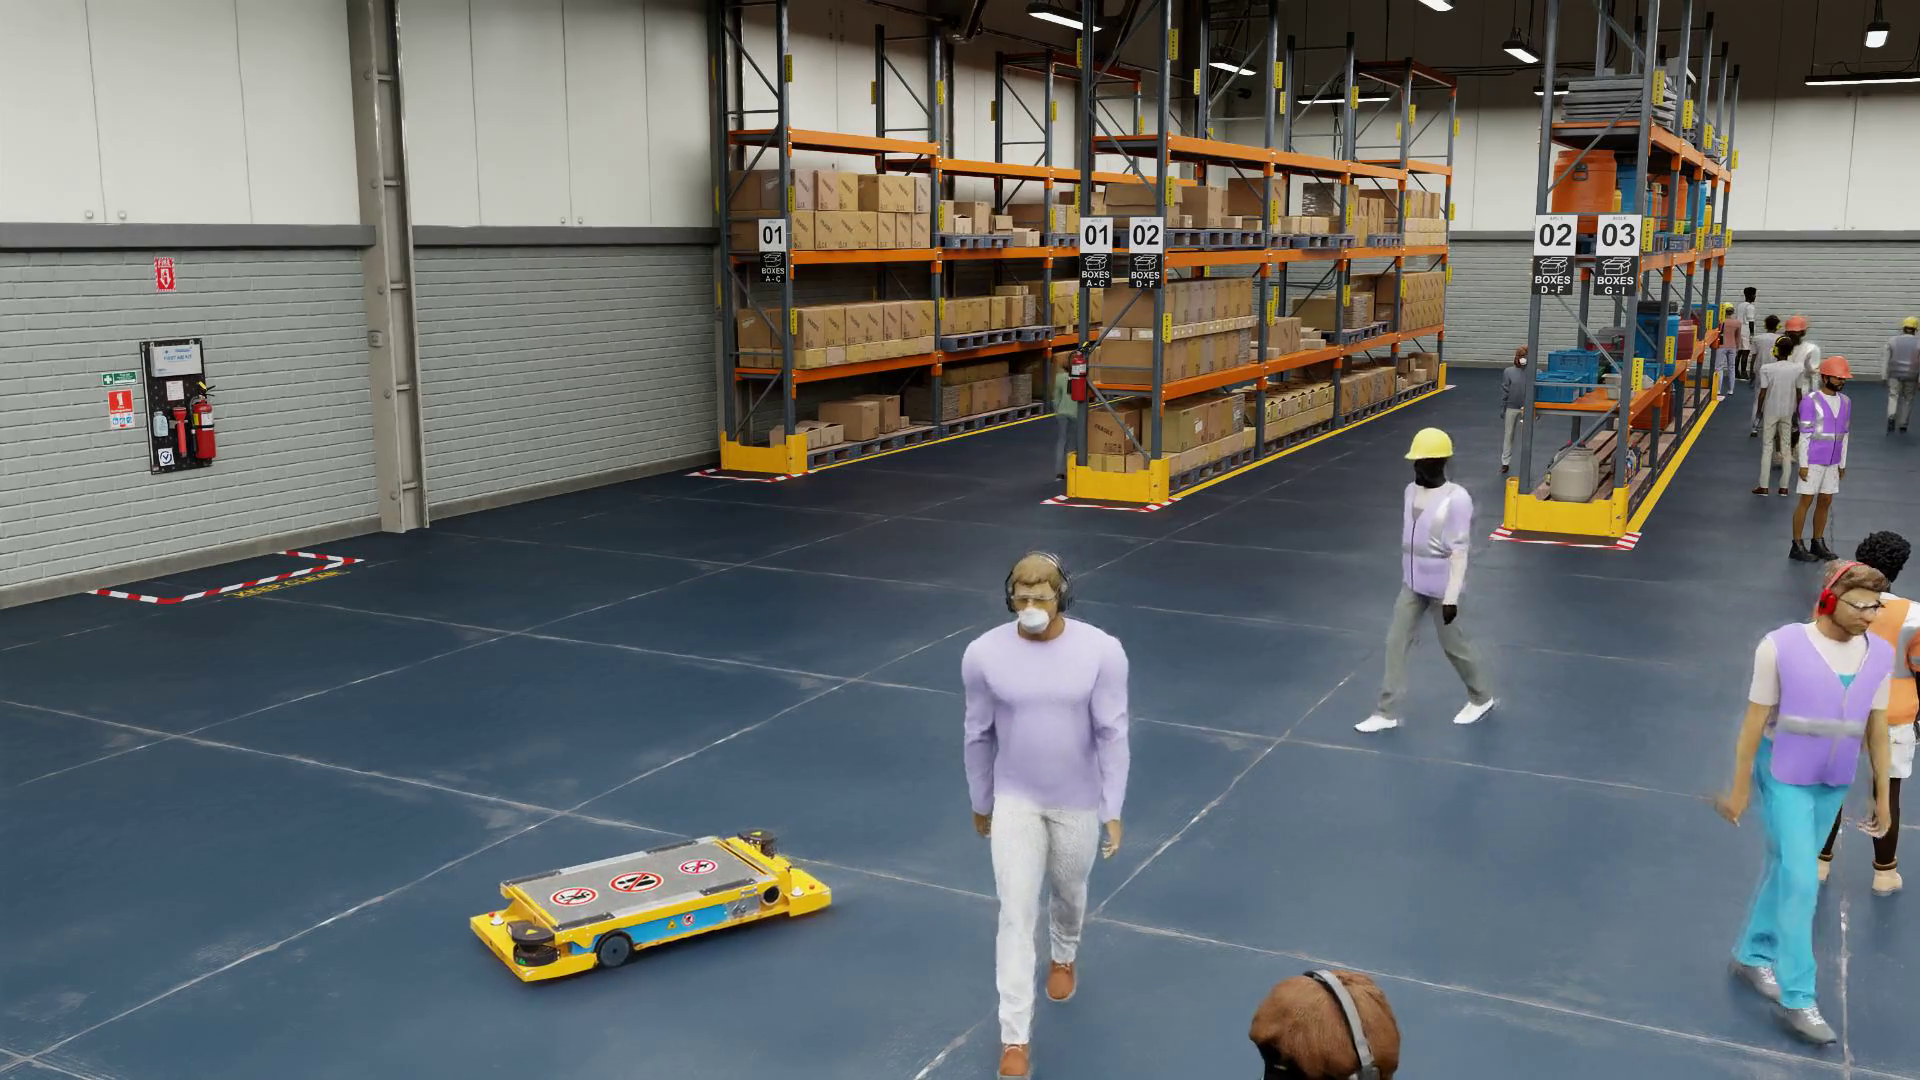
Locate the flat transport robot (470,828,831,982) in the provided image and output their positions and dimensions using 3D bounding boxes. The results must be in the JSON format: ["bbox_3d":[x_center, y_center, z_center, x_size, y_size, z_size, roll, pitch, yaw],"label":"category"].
[{"bbox_3d":[-1.349,1.576,7.325,1.431,0.197,0.652,-7,13,-34],"label":"flat transport robot"}]

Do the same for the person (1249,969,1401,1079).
[{"bbox_3d":[0.619,1.609,2.888,0.428,1.836,0.626,-3,11,-18],"label":"person"}]

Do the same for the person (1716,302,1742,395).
[{"bbox_3d":[14.568,-3.631,31.647,0.523,1.766,0.315,0,10,-1],"label":"person"}]

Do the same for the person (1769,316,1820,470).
[{"bbox_3d":[10.921,-1.938,21.836,0.612,1.994,1.056,6,12,29],"label":"person"}]

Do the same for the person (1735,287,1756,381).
[{"bbox_3d":[16.459,-4.318,34.834,0.367,1.967,0.603,-1,10,-4],"label":"person"}]

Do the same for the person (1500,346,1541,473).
[{"bbox_3d":[7.160,-1.660,21.248,0.498,1.633,0.280,4,11,19],"label":"person"}]

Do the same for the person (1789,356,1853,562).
[{"bbox_3d":[8.047,-0.747,15.488,0.540,1.930,0.386,-3,11,-15],"label":"person"}]

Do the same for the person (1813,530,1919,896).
[{"bbox_3d":[4.188,0.797,7.680,0.535,1.697,0.318,7,12,34],"label":"person"}]

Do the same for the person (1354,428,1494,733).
[{"bbox_3d":[2.929,0.242,10.200,0.964,1.888,0.600,-5,11,-23],"label":"person"}]

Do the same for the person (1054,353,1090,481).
[{"bbox_3d":[1.410,-1.548,20.779,0.513,1.573,0.870,5,12,25],"label":"person"}]

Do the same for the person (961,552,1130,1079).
[{"bbox_3d":[0.319,0.960,6.273,0.630,1.899,0.985,1,10,5],"label":"person"}]

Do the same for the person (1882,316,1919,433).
[{"bbox_3d":[14.461,-2.523,25.464,0.604,1.811,0.616,7,12,32],"label":"person"}]

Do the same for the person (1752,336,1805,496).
[{"bbox_3d":[9.548,-1.446,19.424,0.528,1.876,0.323,1,10,7],"label":"person"}]

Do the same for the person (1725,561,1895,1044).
[{"bbox_3d":[3.319,0.982,6.362,0.594,1.803,0.833,-2,11,-13],"label":"person"}]

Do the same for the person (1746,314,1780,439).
[{"bbox_3d":[12.068,-2.444,24.891,0.525,1.871,0.326,7,12,32],"label":"person"}]
